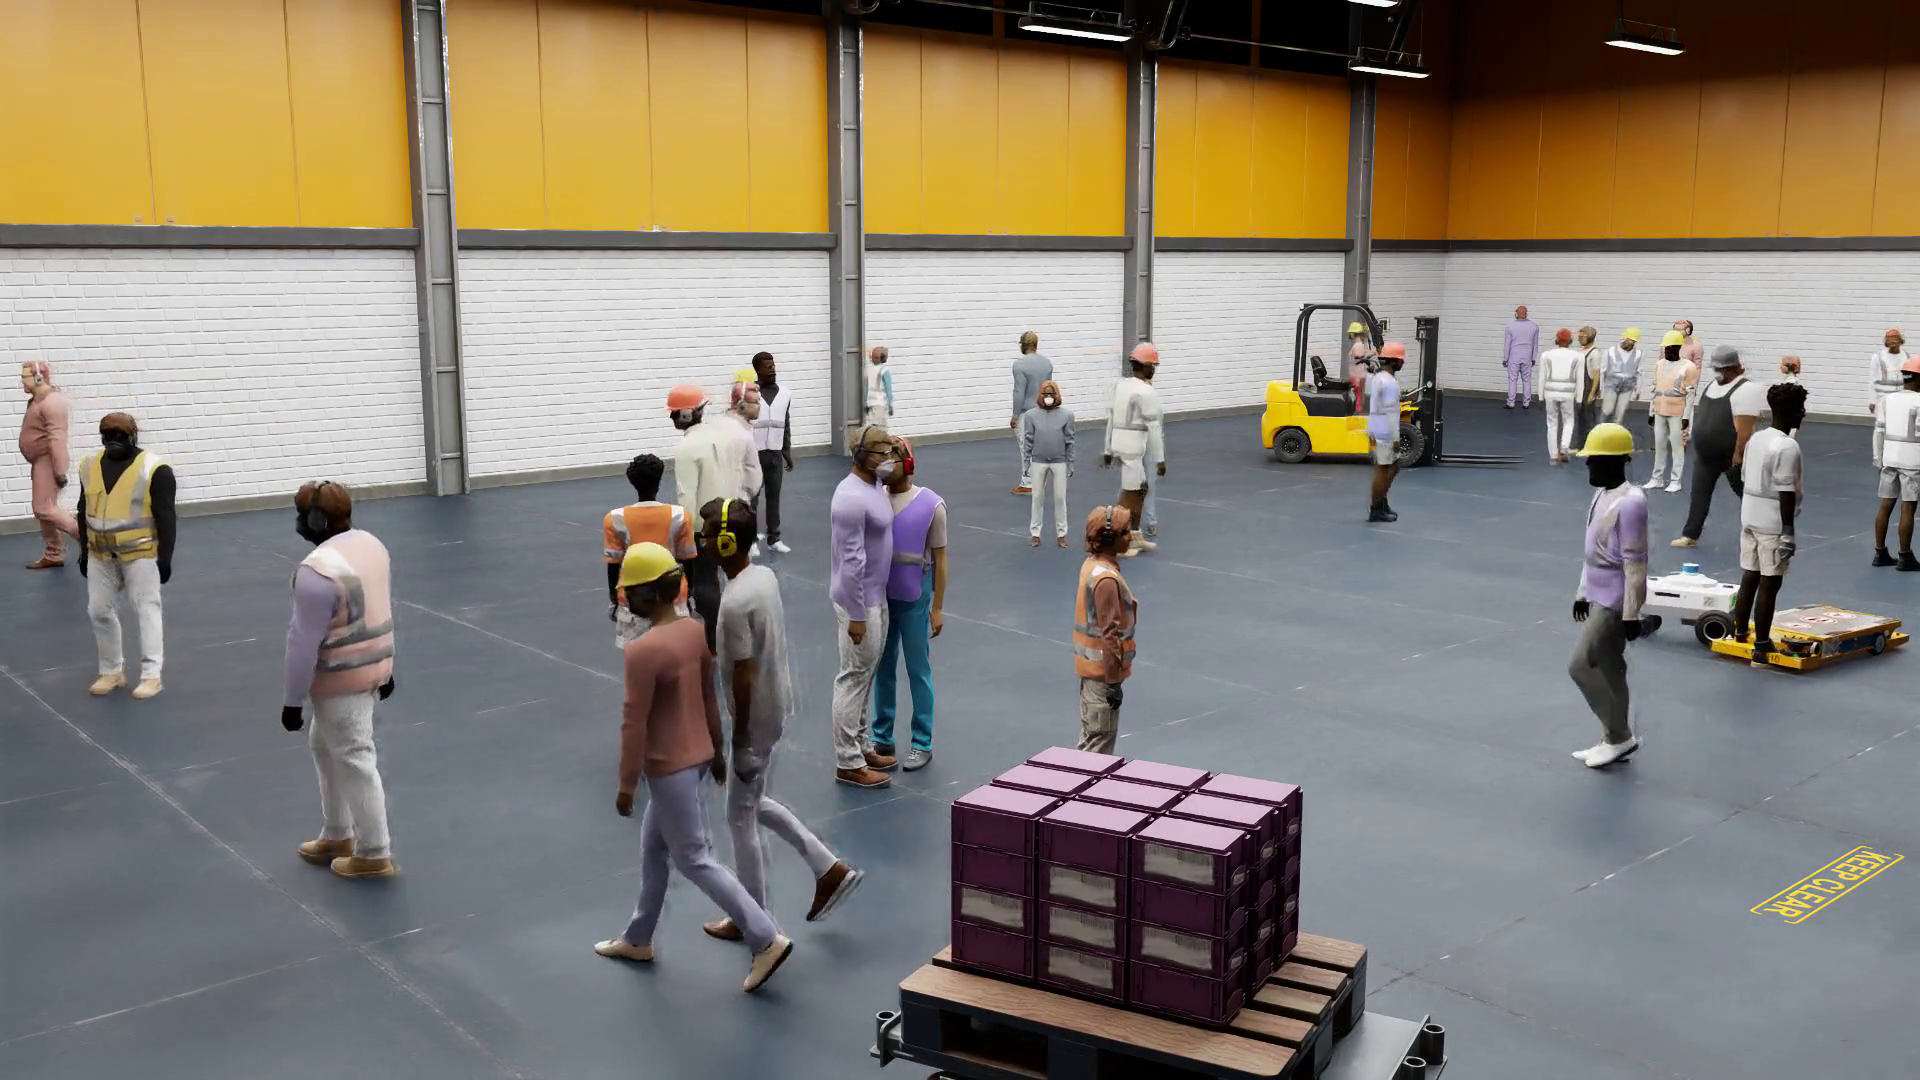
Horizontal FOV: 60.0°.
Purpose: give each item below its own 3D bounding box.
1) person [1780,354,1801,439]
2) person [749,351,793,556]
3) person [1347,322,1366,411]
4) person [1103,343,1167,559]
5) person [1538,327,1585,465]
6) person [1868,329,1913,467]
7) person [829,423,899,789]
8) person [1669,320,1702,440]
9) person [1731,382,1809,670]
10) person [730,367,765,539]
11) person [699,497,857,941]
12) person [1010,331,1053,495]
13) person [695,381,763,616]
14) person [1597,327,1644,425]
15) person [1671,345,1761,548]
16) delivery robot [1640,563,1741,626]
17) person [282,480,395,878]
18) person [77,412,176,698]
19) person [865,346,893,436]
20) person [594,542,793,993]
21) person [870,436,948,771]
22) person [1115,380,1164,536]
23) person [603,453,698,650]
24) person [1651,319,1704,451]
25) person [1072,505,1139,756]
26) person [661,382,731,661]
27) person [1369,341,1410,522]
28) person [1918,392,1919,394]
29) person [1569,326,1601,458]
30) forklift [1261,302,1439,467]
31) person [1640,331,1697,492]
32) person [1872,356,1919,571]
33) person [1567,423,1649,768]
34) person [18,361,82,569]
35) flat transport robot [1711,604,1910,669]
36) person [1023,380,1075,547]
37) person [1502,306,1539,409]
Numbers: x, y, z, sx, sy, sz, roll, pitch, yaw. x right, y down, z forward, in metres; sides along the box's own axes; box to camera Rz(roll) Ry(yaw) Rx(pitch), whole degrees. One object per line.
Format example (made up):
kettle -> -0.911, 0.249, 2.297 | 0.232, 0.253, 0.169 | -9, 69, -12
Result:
person -> 9.925, -1.405, 19.976 | 0.307, 1.643, 0.514 | 4, 11, 24
person -> -1.858, -0.821, 15.745 | 0.593, 1.922, 0.392 | -7, 12, -34
person -> 6.337, -2.623, 26.775 | 0.378, 1.750, 0.535 | 4, 11, 23
person -> 1.673, -0.823, 15.495 | 0.717, 2.010, 0.640 | -4, 10, -22
person -> 8.078, -1.925, 22.377 | 0.574, 1.866, 0.413 | 4, 10, 21
person -> 12.347, -1.882, 22.137 | 0.601, 1.855, 0.461 | 0, 10, -1
person -> -0.515, 0.342, 8.888 | 0.353, 1.936, 0.633 | 1, 10, 8
person -> 11.059, -2.445, 25.480 | 0.631, 1.842, 0.428 | -8, 12, -38
person -> 5.571, -0.107, 11.427 | 0.369, 1.965, 0.609 | 0, 10, 1
person -> -2.101, -0.840, 16.393 | 0.365, 1.726, 0.511 | -6, 11, -30
person -> -0.770, 0.743, 6.769 | 0.542, 1.856, 0.555 | 2, 10, 12
person -> 0.831, -1.497, 19.649 | 0.355, 1.936, 0.637 | 9, 13, 43
person -> -1.811, -0.276, 12.698 | 0.621, 1.876, 0.668 | -2, 10, -13
person -> 9.707, -2.241, 24.468 | 0.620, 1.784, 0.463 | 1, 10, 7
person -> 7.451, -0.933, 16.049 | 1.020, 2.000, 0.689 | -4, 10, -21
delivery robot -> 5.356, 0.416, 12.217 | 0.707, 0.478, 0.477 | 7, 12, 34
person -> -2.880, 0.635, 7.492 | 0.660, 1.821, 0.661 | 1, 10, 5
person -> -5.332, 0.090, 10.657 | 0.660, 1.837, 0.429 | 1, 10, 5
person -> -1.146, -1.821, 22.528 | 0.820, 1.607, 0.530 | -7, 12, -34
person -> -1.051, 0.865, 6.432 | 0.861, 1.724, 0.546 | 3, 10, 17
person -> -0.327, 0.338, 9.172 | 0.575, 1.843, 0.375 | 6, 11, 31
person -> 1.822, -0.865, 16.986 | 0.543, 1.584, 0.850 | -2, 10, -12
person -> -1.772, 0.348, 9.565 | 0.531, 1.692, 0.320 | -2, 10, -12
person -> 10.350, -2.230, 24.034 | 0.409, 1.909, 0.640 | -9, 13, -42
person -> 0.693, 0.645, 7.984 | 0.307, 1.639, 0.525 | -1, 10, -3
person -> -1.717, -0.098, 11.372 | 0.625, 1.968, 0.664 | 3, 10, 18
person -> 4.563, -1.134, 17.558 | 0.496, 1.923, 0.569 | 0, 10, 2
person -> 11.406, -1.344, 19.693 | 0.596, 1.625, 0.323 | -5, 11, -27
person -> 8.766, -2.070, 23.280 | 0.328, 1.842, 0.514 | -1, 10, -3
forklift -> 5.320, -2.157, 22.763 | 2.313, 2.155, 1.214 | 3, 10, 16
person -> 8.496, -1.537, 19.914 | 0.369, 1.927, 0.589 | -5, 11, -28
person -> 8.501, -0.687, 14.938 | 0.379, 1.927, 0.542 | -3, 10, -18
person -> 3.555, 0.312, 9.137 | 0.440, 1.911, 0.589 | 2, 10, 12
person -> -8.162, -0.671, 14.959 | 0.506, 1.888, 0.649 | -7, 12, -34
flat transport robot -> 6.062, 0.672, 11.826 | 1.431, 0.197, 0.652 | -6, 12, -34
person -> 0.862, -0.733, 16.096 | 0.502, 1.626, 0.281 | 1, 10, 6
person -> 10.302, -3.356, 30.629 | 0.642, 1.907, 0.410 | -1, 10, -3
